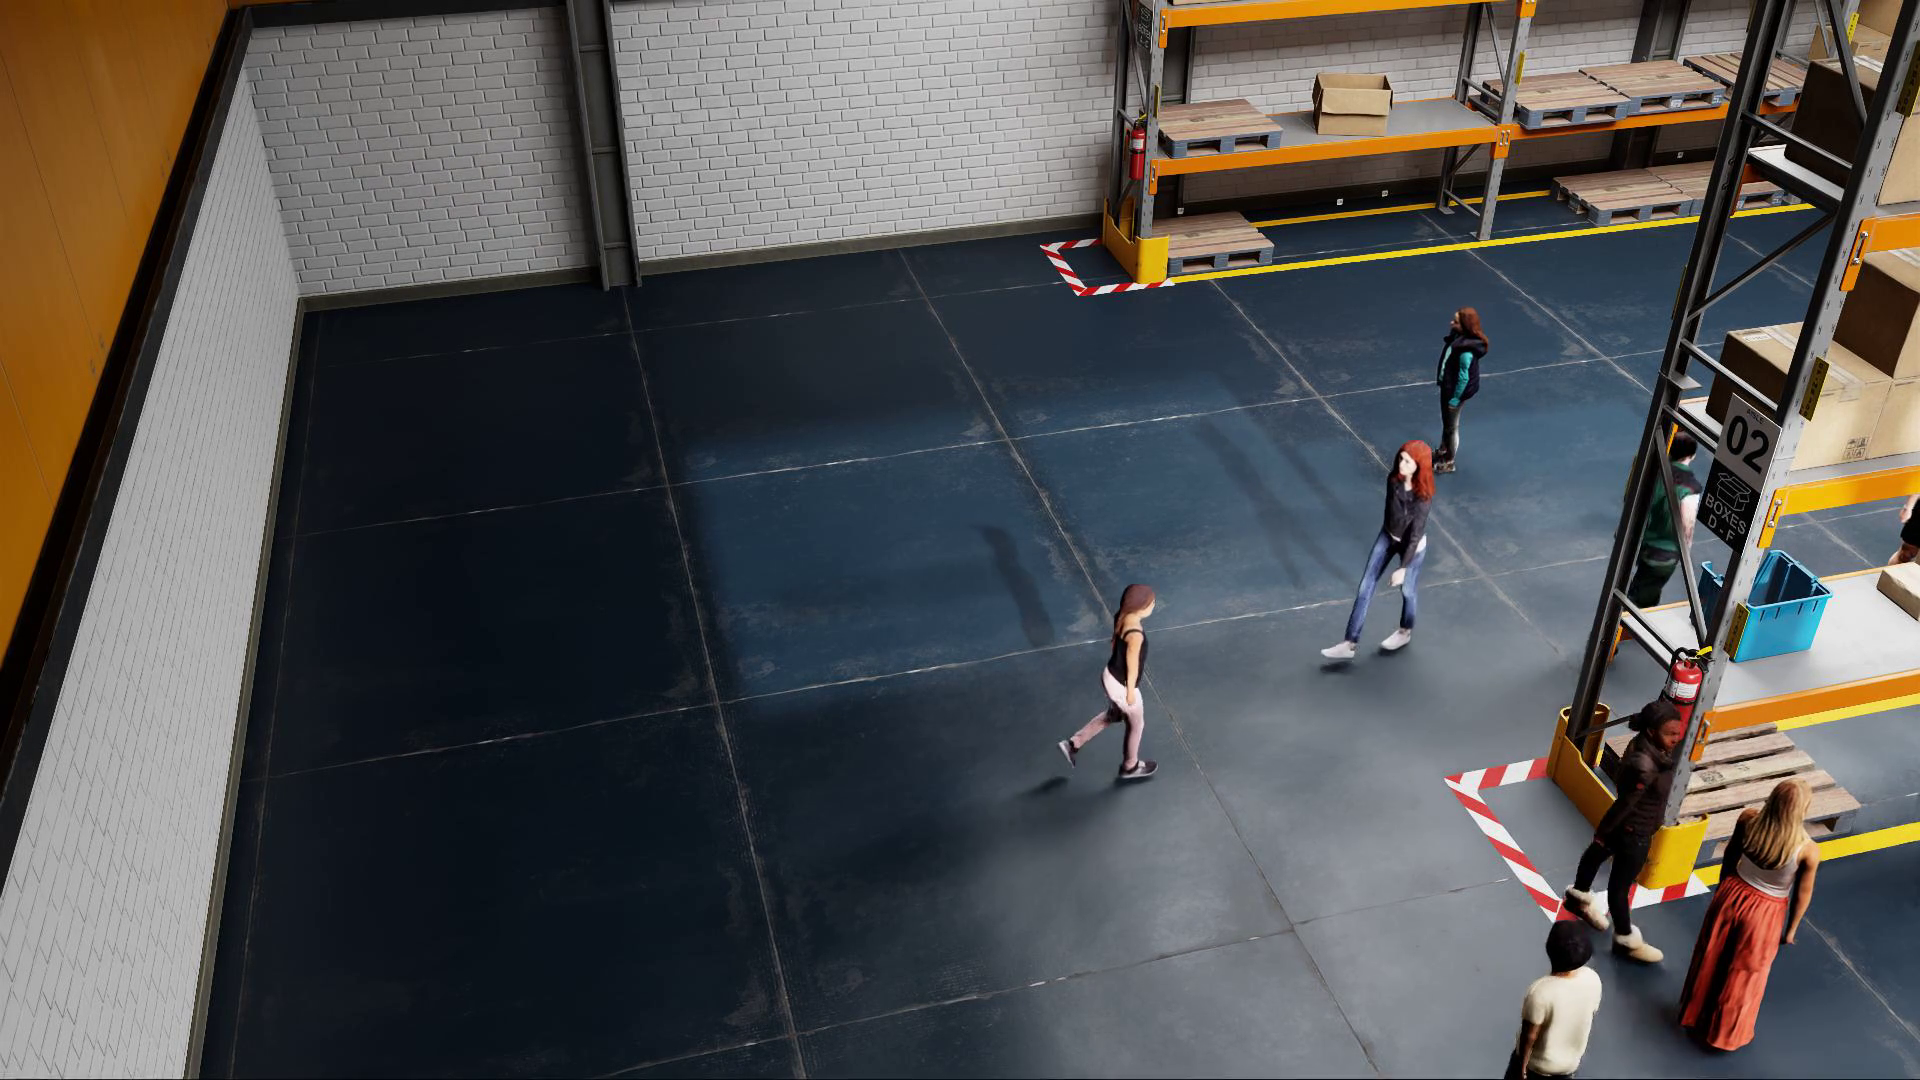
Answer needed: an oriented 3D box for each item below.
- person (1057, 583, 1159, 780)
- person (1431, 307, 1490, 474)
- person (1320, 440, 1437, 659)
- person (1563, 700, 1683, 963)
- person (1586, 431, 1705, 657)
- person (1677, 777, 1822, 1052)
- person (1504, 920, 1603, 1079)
[{"bbox_3d":[0.976,0.922,10.580,0.870,1.546,0.529,-11,35,-16],"label":"person"},{"bbox_3d":[4.145,-1.263,13.909,0.668,1.500,0.646,2,34,4],"label":"person"},{"bbox_3d":[3.163,0.066,11.673,1.070,1.761,0.773,-20,39,-27],"label":"person"},{"bbox_3d":[3.929,1.648,9.401,0.966,1.642,0.892,6,34,9],"label":"person"},{"bbox_3d":[4.813,0.060,11.646,1.214,1.802,0.826,-16,37,-23],"label":"person"},{"bbox_3d":[4.165,1.965,8.780,0.693,1.802,0.698,-21,39,-28],"label":"person"},{"bbox_3d":[2.897,2.562,8.101,0.771,1.560,0.658,-10,35,-15],"label":"person"}]
